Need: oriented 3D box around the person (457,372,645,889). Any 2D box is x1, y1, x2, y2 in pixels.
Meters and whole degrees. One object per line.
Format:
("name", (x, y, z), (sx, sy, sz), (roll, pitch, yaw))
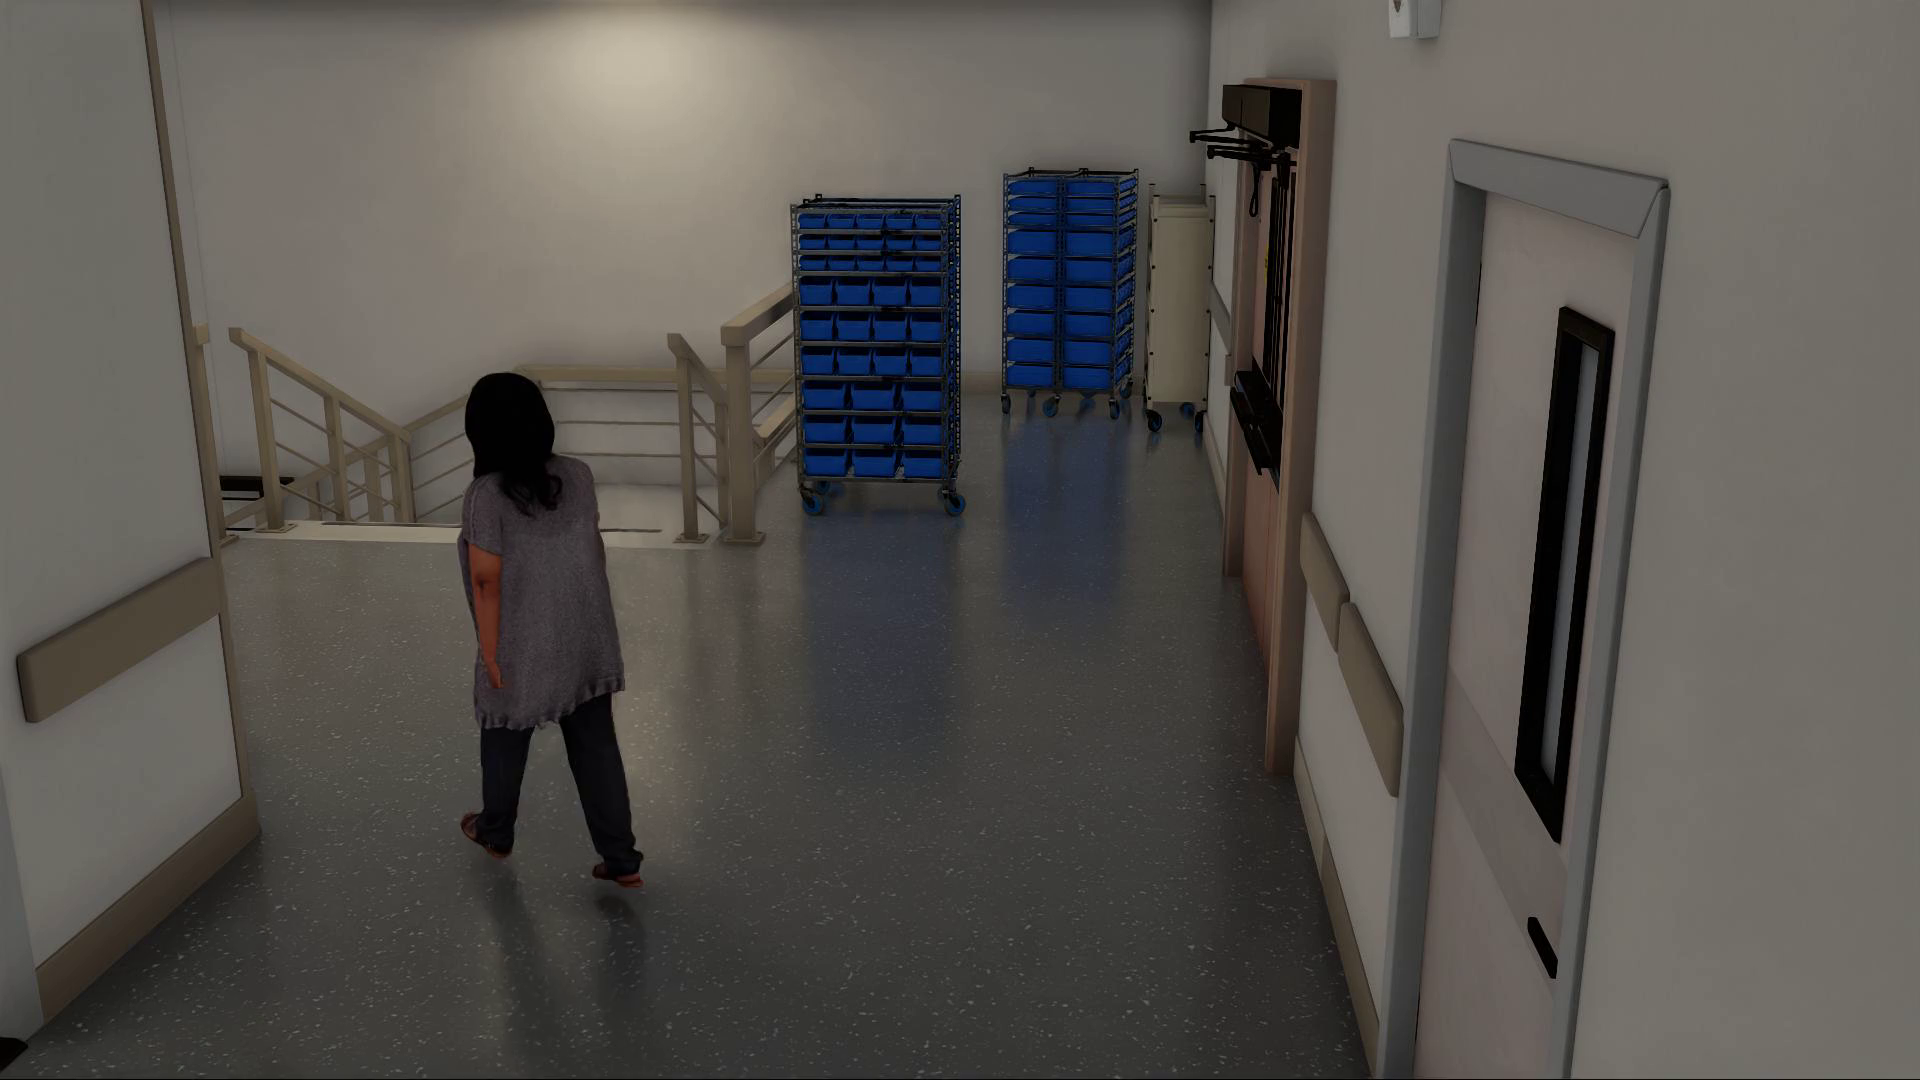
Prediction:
("person", (-1.200, 0.313, 4.978), (1.059, 1.574, 1.096), (-15, 21, -42))
